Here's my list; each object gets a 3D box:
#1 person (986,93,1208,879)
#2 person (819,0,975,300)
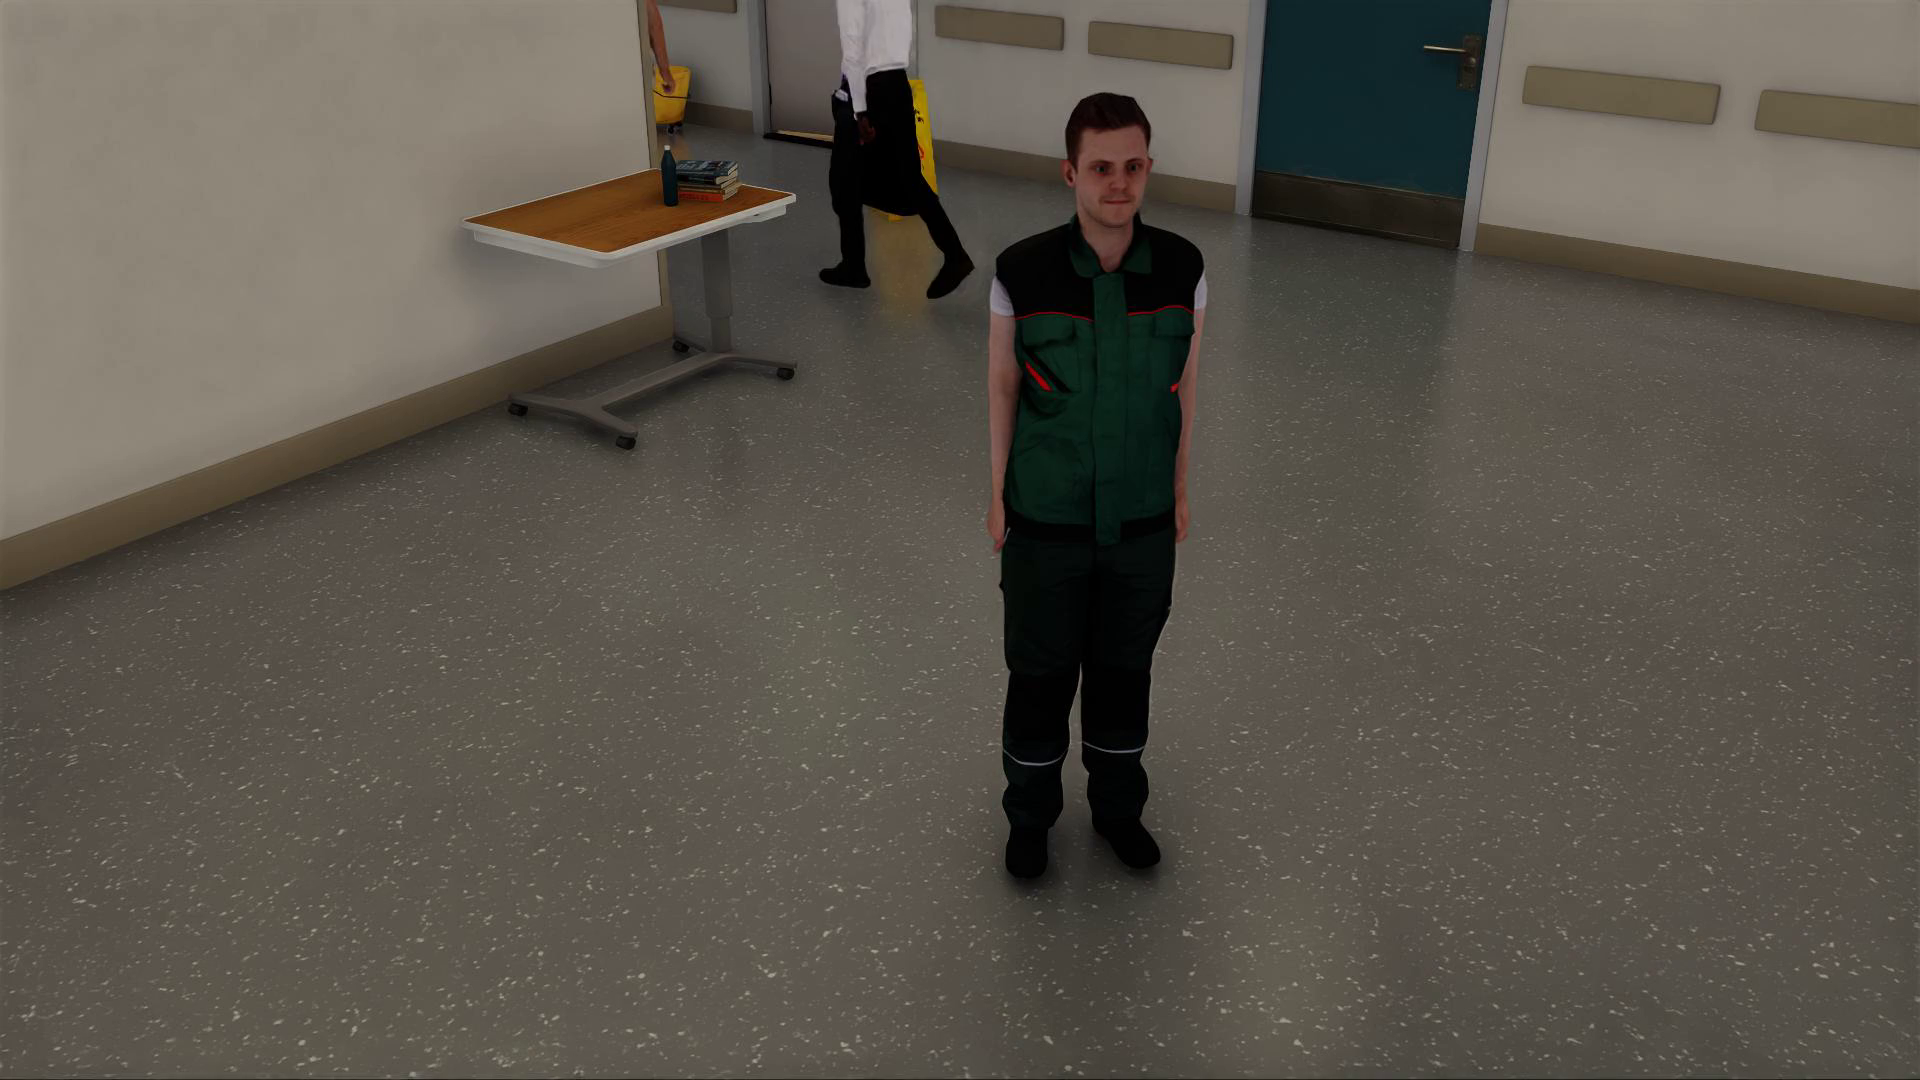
[{"bbox_3d":[0.297,-0.080,3.761,0.743,1.843,0.804,-4,26,-8],"label":"person"},{"bbox_3d":[-0.310,-1.986,7.775,1.178,1.794,0.697,19,31,33],"label":"person"}]
